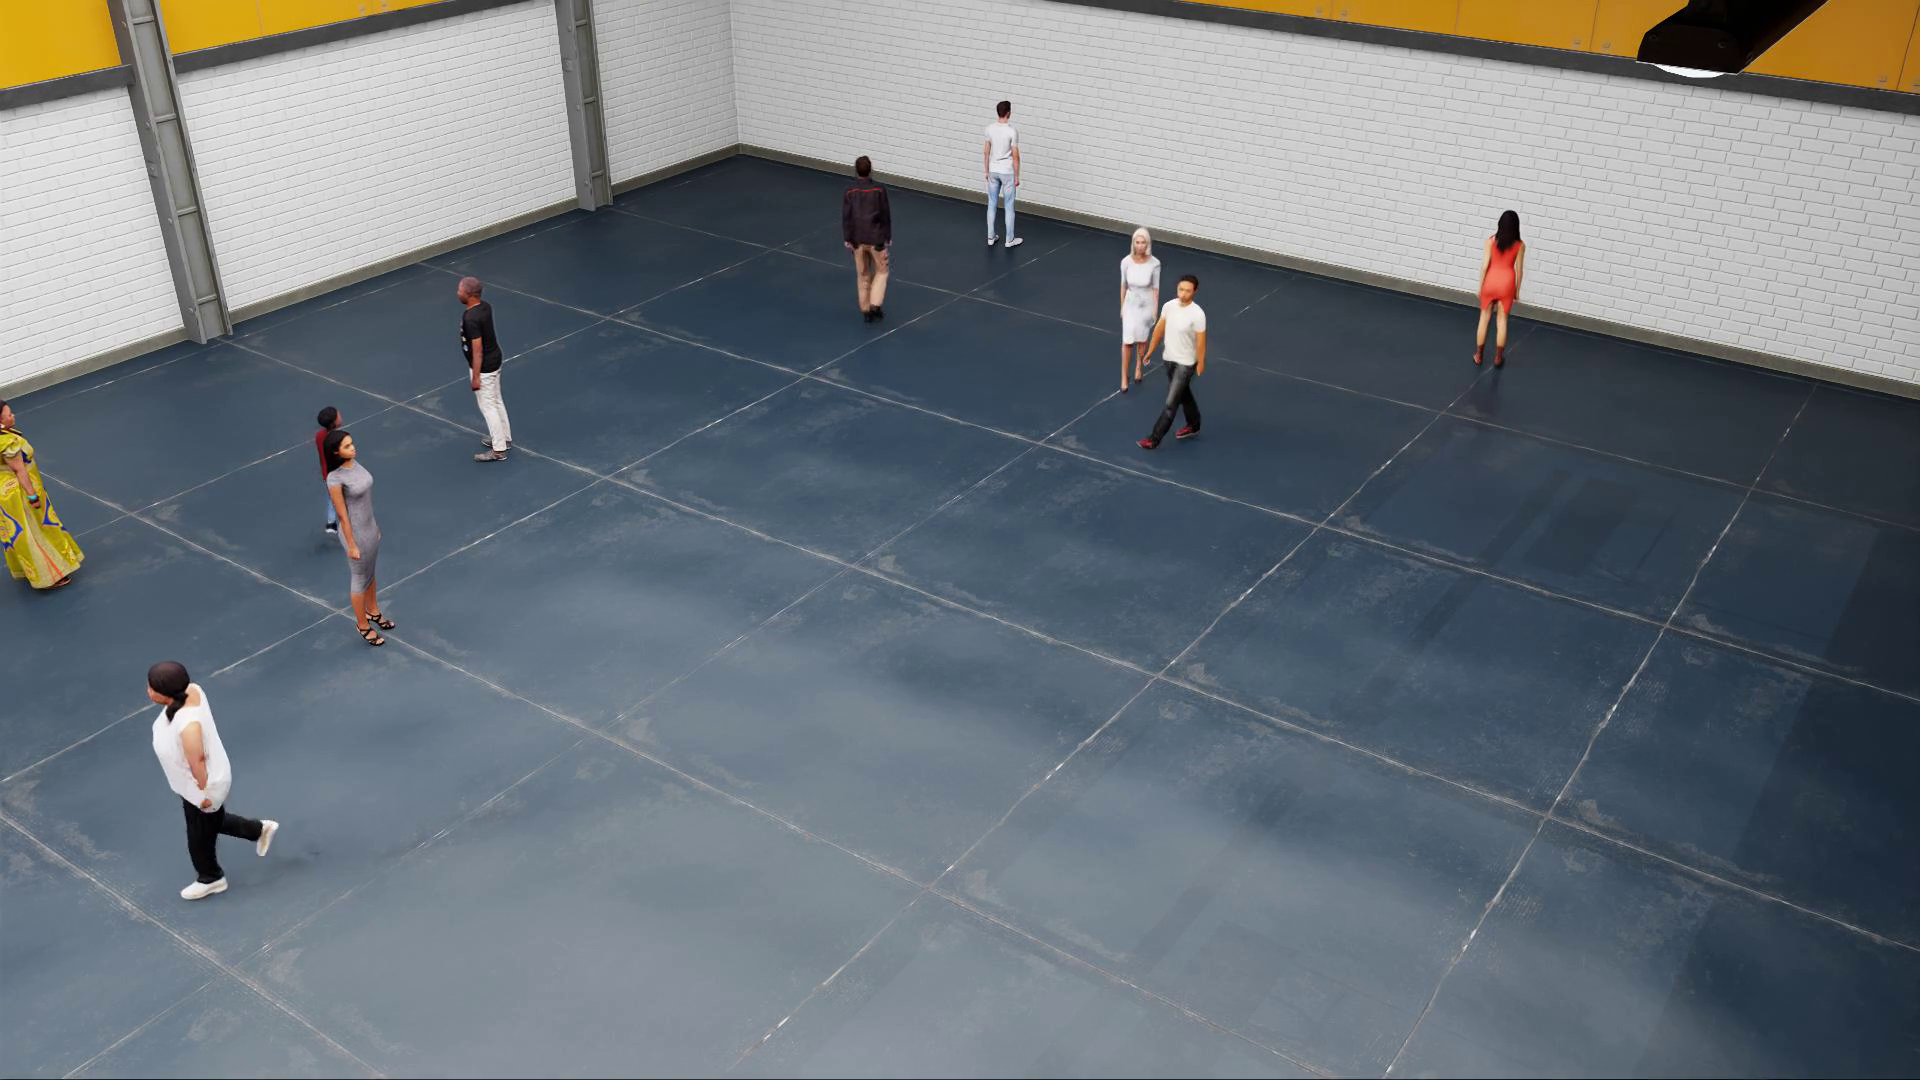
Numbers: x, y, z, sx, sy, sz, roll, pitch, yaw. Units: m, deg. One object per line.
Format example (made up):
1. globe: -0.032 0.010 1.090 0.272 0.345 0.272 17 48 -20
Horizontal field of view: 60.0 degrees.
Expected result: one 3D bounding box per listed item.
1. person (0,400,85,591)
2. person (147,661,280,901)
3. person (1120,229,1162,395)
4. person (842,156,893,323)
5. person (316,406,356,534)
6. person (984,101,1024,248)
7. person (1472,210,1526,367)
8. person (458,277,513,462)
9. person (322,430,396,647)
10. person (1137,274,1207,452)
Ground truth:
1. person: -7.720 -0.387 13.646 0.878 1.661 0.800 23 36 36
2. person: -4.646 1.453 10.260 1.001 1.672 0.894 -12 31 -21
3. person: 1.872 -2.432 17.327 0.786 1.726 0.922 3 29 5
4. person: -1.041 -3.363 18.836 0.872 1.913 0.913 0 29 0
5. person: -5.412 -0.567 14.405 0.610 1.250 0.696 11 30 19
6. person: 0.539 -4.707 21.367 0.653 1.850 0.557 16 32 27
7. person: 5.768 -2.697 17.819 0.656 1.719 0.627 7 29 12
8. person: -4.510 -1.632 15.779 0.823 1.804 0.724 0 29 0
9. person: -4.662 -0.031 12.866 0.722 1.781 0.611 3 29 5
10. person: 2.195 -1.729 16.009 1.223 1.754 0.952 -17 33 -28
